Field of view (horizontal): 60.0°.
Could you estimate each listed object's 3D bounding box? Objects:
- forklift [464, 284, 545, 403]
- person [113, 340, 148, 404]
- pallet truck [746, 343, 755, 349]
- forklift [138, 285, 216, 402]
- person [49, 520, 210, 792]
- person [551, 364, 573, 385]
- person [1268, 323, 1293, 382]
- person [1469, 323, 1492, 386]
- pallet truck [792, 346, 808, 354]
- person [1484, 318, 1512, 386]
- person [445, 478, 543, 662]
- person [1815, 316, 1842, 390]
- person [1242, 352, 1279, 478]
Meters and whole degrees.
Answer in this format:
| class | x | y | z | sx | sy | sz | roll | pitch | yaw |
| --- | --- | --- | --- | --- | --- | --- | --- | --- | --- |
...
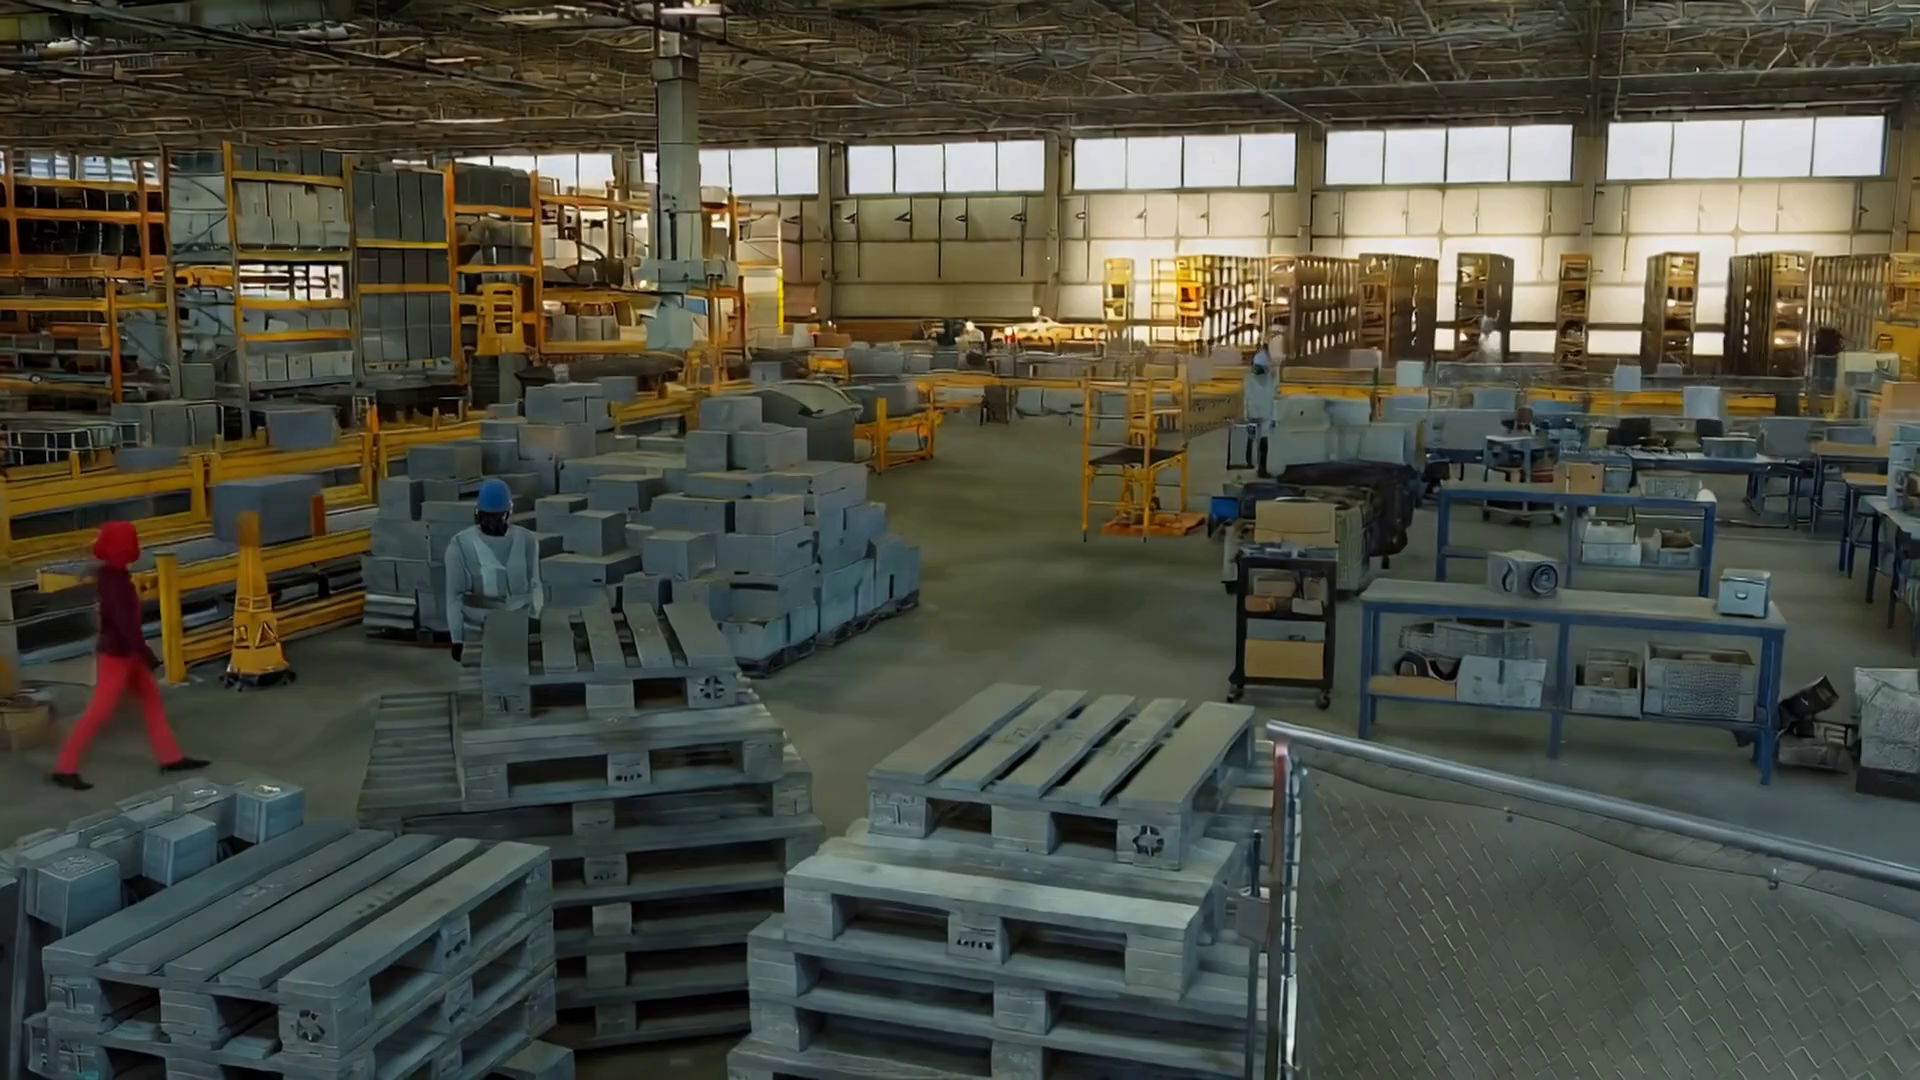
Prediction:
| class | x | y | z | sx | sy | sz | roll | pitch | yaw |
| --- | --- | --- | --- | --- | --- | --- | --- | --- | --- |
| forklift | -10.832 | -4.702 | 39.610 | 1.129 | 2.768 | 1.873 | 3 | 10 | 20 |
| person | -14.109 | -2.434 | 28.321 | 0.357 | 1.938 | 0.552 | 9 | 13 | 43 |
| pallet truck | -6.183 | -4.618 | 44.264 | 1.601 | 1.201 | 0.680 | -9 | 12 | -43 |
| forklift | -17.480 | -4.200 | 36.461 | 1.873 | 2.768 | 1.129 | 3 | 10 | 19 |
| person | -5.004 | 0.678 | 9.858 | 0.856 | 1.595 | 0.493 | -5 | 10 | -27 |
| person | -5.282 | -1.436 | 22.292 | 0.647 | 1.869 | 0.942 | 4 | 10 | 24 |
| person | 8.187 | -4.676 | 42.772 | 0.720 | 1.811 | 0.601 | 1 | 9 | 8 |
| person | 13.244 | -4.622 | 42.493 | 0.927 | 1.797 | 0.599 | 3 | 9 | 17 |
| pallet truck | -3.705 | -4.298 | 42.022 | 0.653 | 1.274 | 1.630 | 3 | 10 | 20 |
| person | 13.419 | -4.538 | 41.462 | 0.909 | 1.983 | 0.624 | 5 | 10 | 28 |
| person | -2.780 | 0.534 | 10.024 | 0.600 | 1.827 | 0.404 | -7 | 11 | -36 |
| person | 23.133 | -4.978 | 44.301 | 0.645 | 1.936 | 1.047 | 4 | 10 | 23 |
| person | 4.458 | -1.837 | 24.708 | 0.542 | 1.904 | 0.560 | -1 | 9 | -3 |
